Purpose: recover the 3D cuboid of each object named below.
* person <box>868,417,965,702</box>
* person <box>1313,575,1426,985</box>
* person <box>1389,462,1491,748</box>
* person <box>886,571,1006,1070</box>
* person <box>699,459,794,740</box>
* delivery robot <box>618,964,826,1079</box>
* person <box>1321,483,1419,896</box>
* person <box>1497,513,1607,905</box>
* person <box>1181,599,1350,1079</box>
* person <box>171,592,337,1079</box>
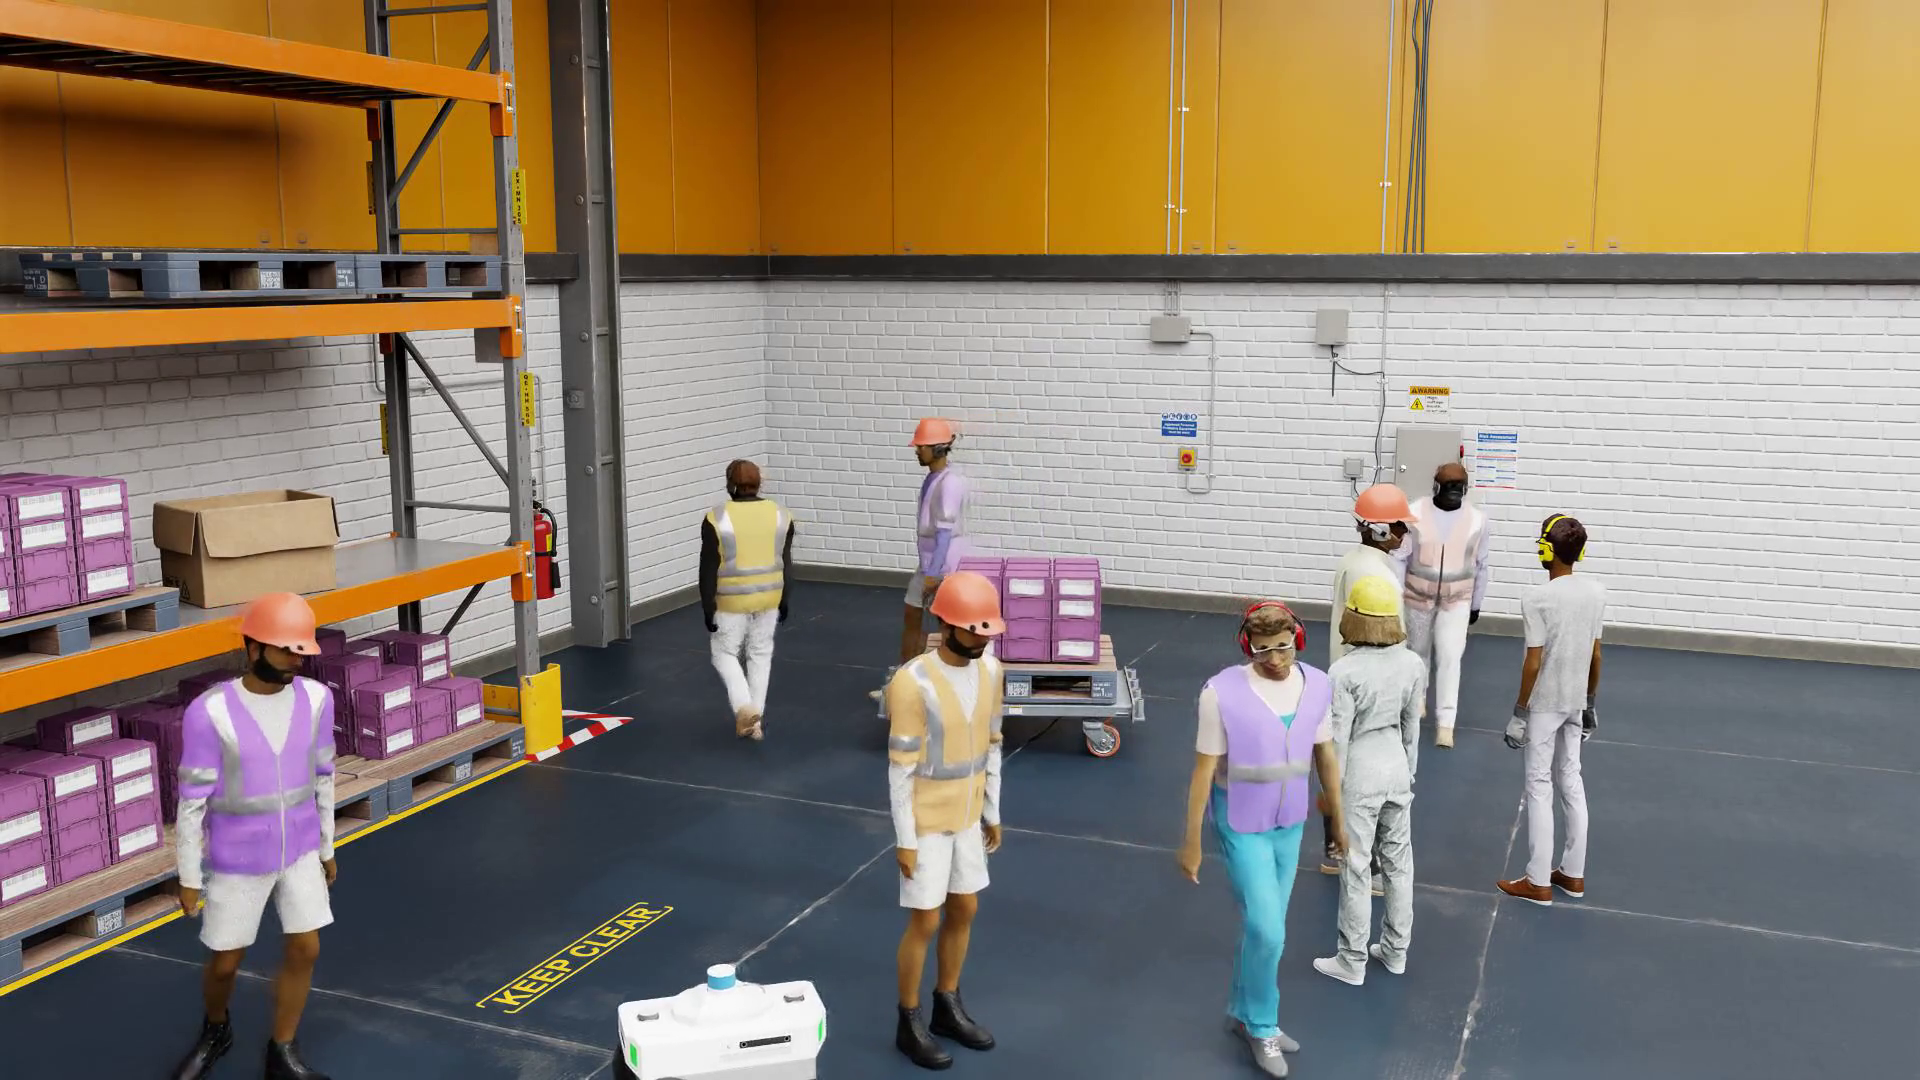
[{"bbox_3d":[-0.100,0.142,11.550,1.008,2.009,0.608,-4,10,-21],"label":"person"},{"bbox_3d":[1.725,1.011,7.058,0.485,1.745,0.296,-4,10,-25],"label":"person"},{"bbox_3d":[3.110,0.369,10.832,0.628,1.797,0.983,2,10,14],"label":"person"},{"bbox_3d":[-0.015,1.053,6.291,0.447,1.915,0.556,9,13,43],"label":"person"},{"bbox_3d":[-1.338,0.396,10.530,0.634,1.826,0.537,-5,11,-27],"label":"person"},{"bbox_3d":[-0.839,1.749,5.893,0.707,0.478,0.477,-3,10,-17],"label":"delivery robot"},{"bbox_3d":[1.995,0.714,8.092,0.395,1.993,0.614,-1,9,-5],"label":"person"},{"bbox_3d":[2.822,0.804,7.933,0.538,1.869,0.313,-5,10,-26],"label":"person"},{"bbox_3d":[1.199,1.108,6.242,0.722,1.810,0.575,-5,11,-29],"label":"person"},{"bbox_3d":[-2.574,1.105,6.054,0.690,1.897,0.587,9,13,43],"label":"person"}]
